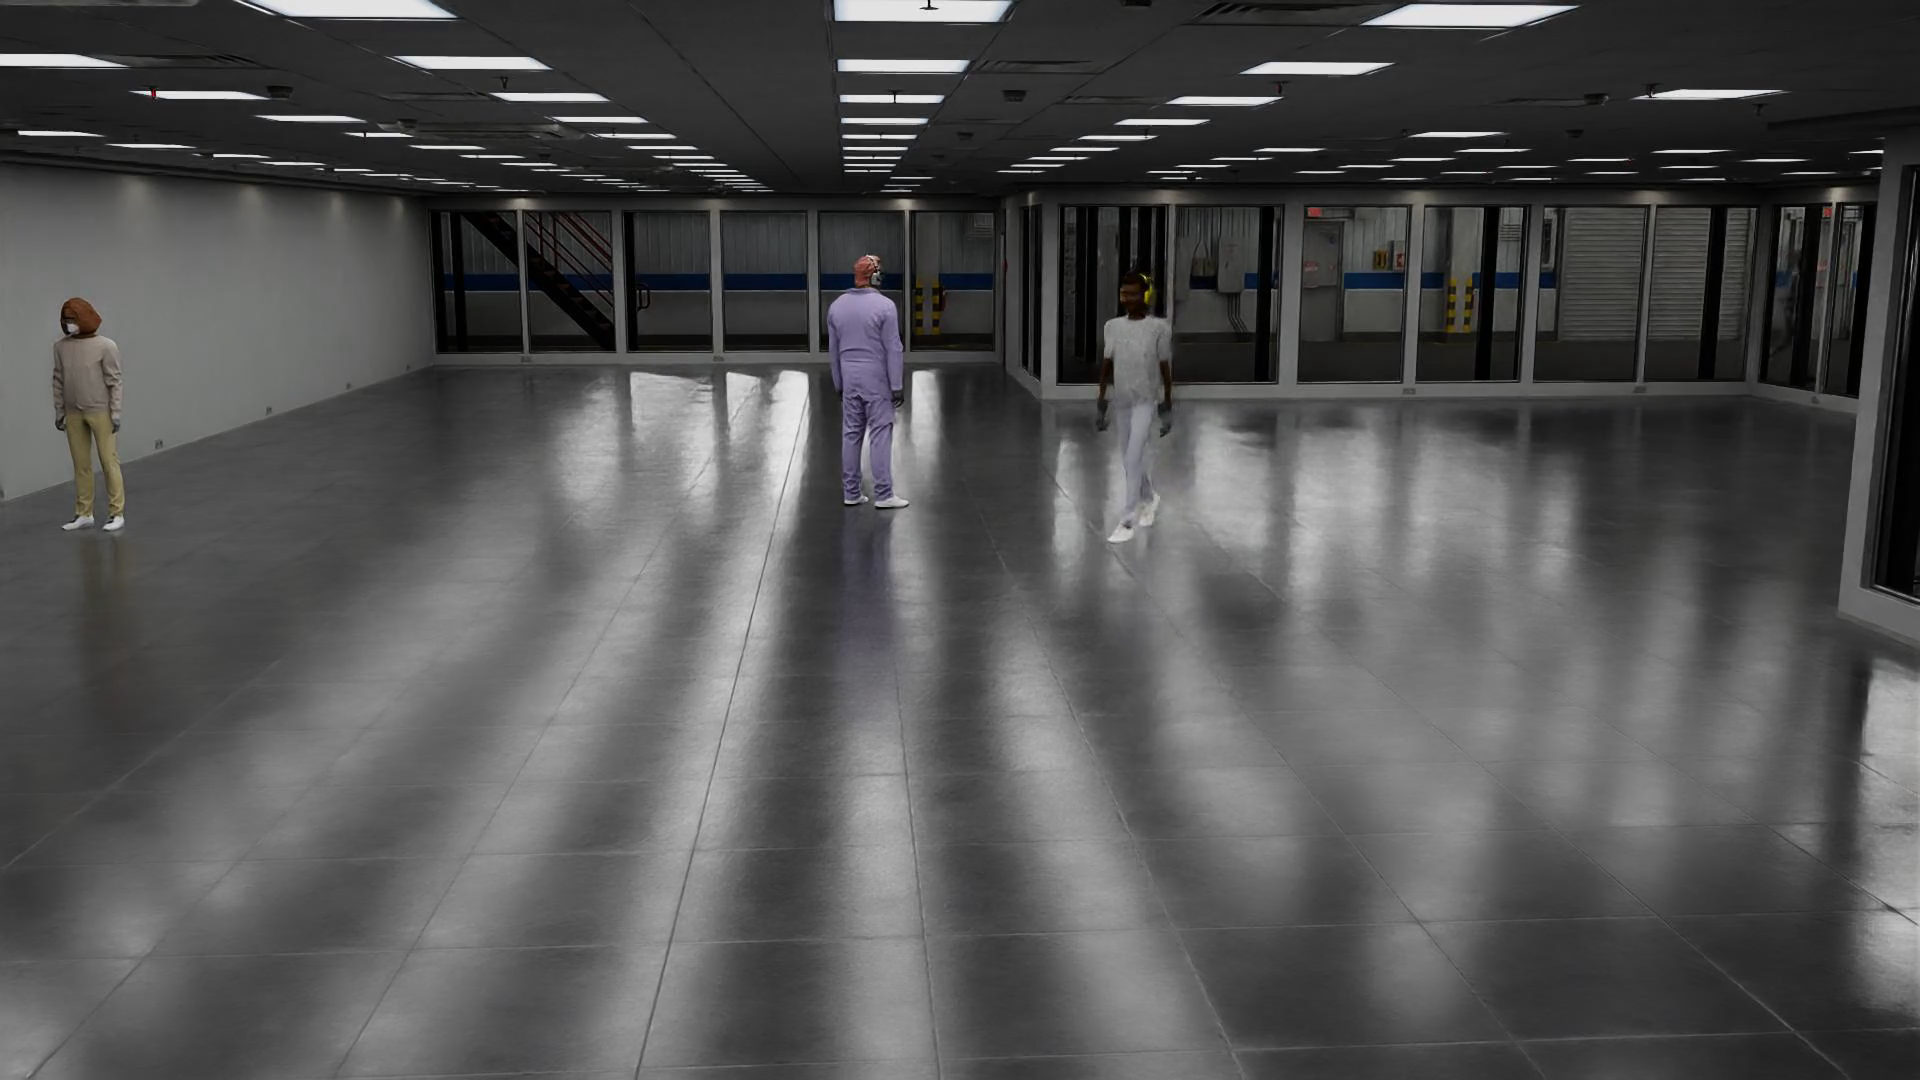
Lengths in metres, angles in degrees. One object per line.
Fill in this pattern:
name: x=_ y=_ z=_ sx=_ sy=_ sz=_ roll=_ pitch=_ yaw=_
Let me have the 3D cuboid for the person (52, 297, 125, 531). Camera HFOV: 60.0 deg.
person: x=-6.103 y=-0.876 z=11.647 sx=0.498 sy=1.633 sz=0.285 roll=1 pitch=11 yaw=7

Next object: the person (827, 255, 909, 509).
person: x=-0.680 y=-1.187 z=12.585 sx=0.639 sy=1.910 sz=0.407 roll=7 pitch=13 yaw=33

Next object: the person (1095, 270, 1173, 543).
person: x=1.221 y=-0.938 z=11.464 sx=0.529 sy=1.841 sz=0.905 roll=6 pitch=12 yaw=31
